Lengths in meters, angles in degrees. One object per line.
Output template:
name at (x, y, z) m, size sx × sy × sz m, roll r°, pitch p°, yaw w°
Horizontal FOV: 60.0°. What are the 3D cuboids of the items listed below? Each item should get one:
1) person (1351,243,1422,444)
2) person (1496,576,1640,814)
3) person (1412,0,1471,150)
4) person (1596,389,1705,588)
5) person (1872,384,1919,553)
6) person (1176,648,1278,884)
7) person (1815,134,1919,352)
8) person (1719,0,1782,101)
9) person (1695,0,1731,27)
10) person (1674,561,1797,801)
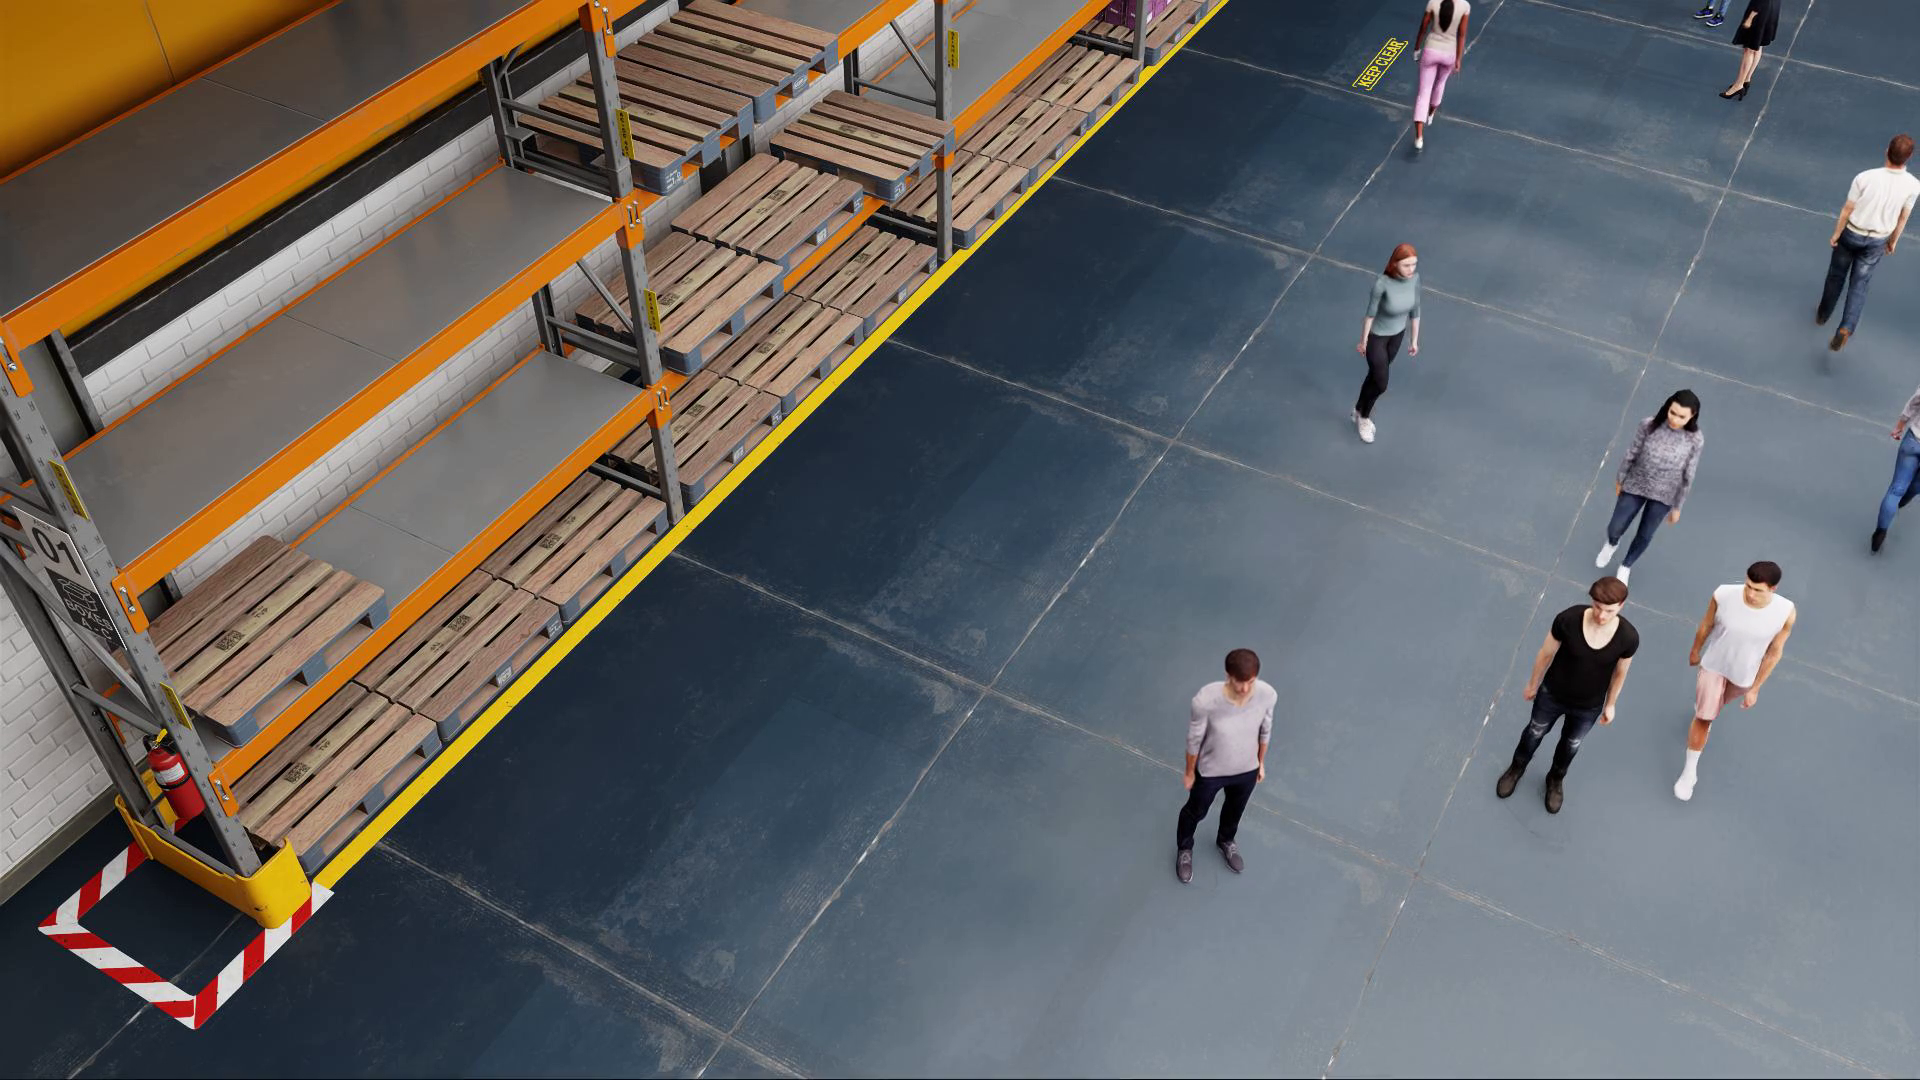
person at (3.199, -1.571, 12.702) m, size 0.691 × 1.732 × 0.762 m, roll -20°, pitch 47°, yaw -19°
person at (3.682, 0.904, 9.986) m, size 0.711 × 1.895 × 0.587 m, roll 16°, pitch 46°, yaw 16°
person at (4.539, -4.539, 15.843) m, size 0.864 × 1.696 × 1.243 m, roll 8°, pitch 44°, yaw 8°
person at (4.791, -0.397, 11.478) m, size 0.638 × 1.720 × 0.625 m, roll 19°, pitch 47°, yaw 19°
person at (6.814, -0.592, 11.782) m, size 0.668 × 1.582 × 1.035 m, roll 25°, pitch 49°, yaw 24°
person at (1.532, 1.282, 9.626) m, size 0.731 × 1.844 × 0.772 m, roll -8°, pitch 44°, yaw -8°
person at (7.318, -2.380, 13.481) m, size 0.811 × 1.829 × 1.162 m, roll 13°, pitch 45°, yaw 13°
person at (7.955, -5.221, 16.523) m, size 0.595 × 1.746 × 0.728 m, roll -33°, pitch 53°, yaw -30°
person at (8.280, -6.198, 17.904) m, size 0.633 × 1.255 × 0.578 m, roll -13°, pitch 45°, yaw -13°
person at (4.807, 0.725, 10.295) m, size 0.707 × 1.728 × 1.160 m, roll 18°, pitch 46°, yaw 18°
